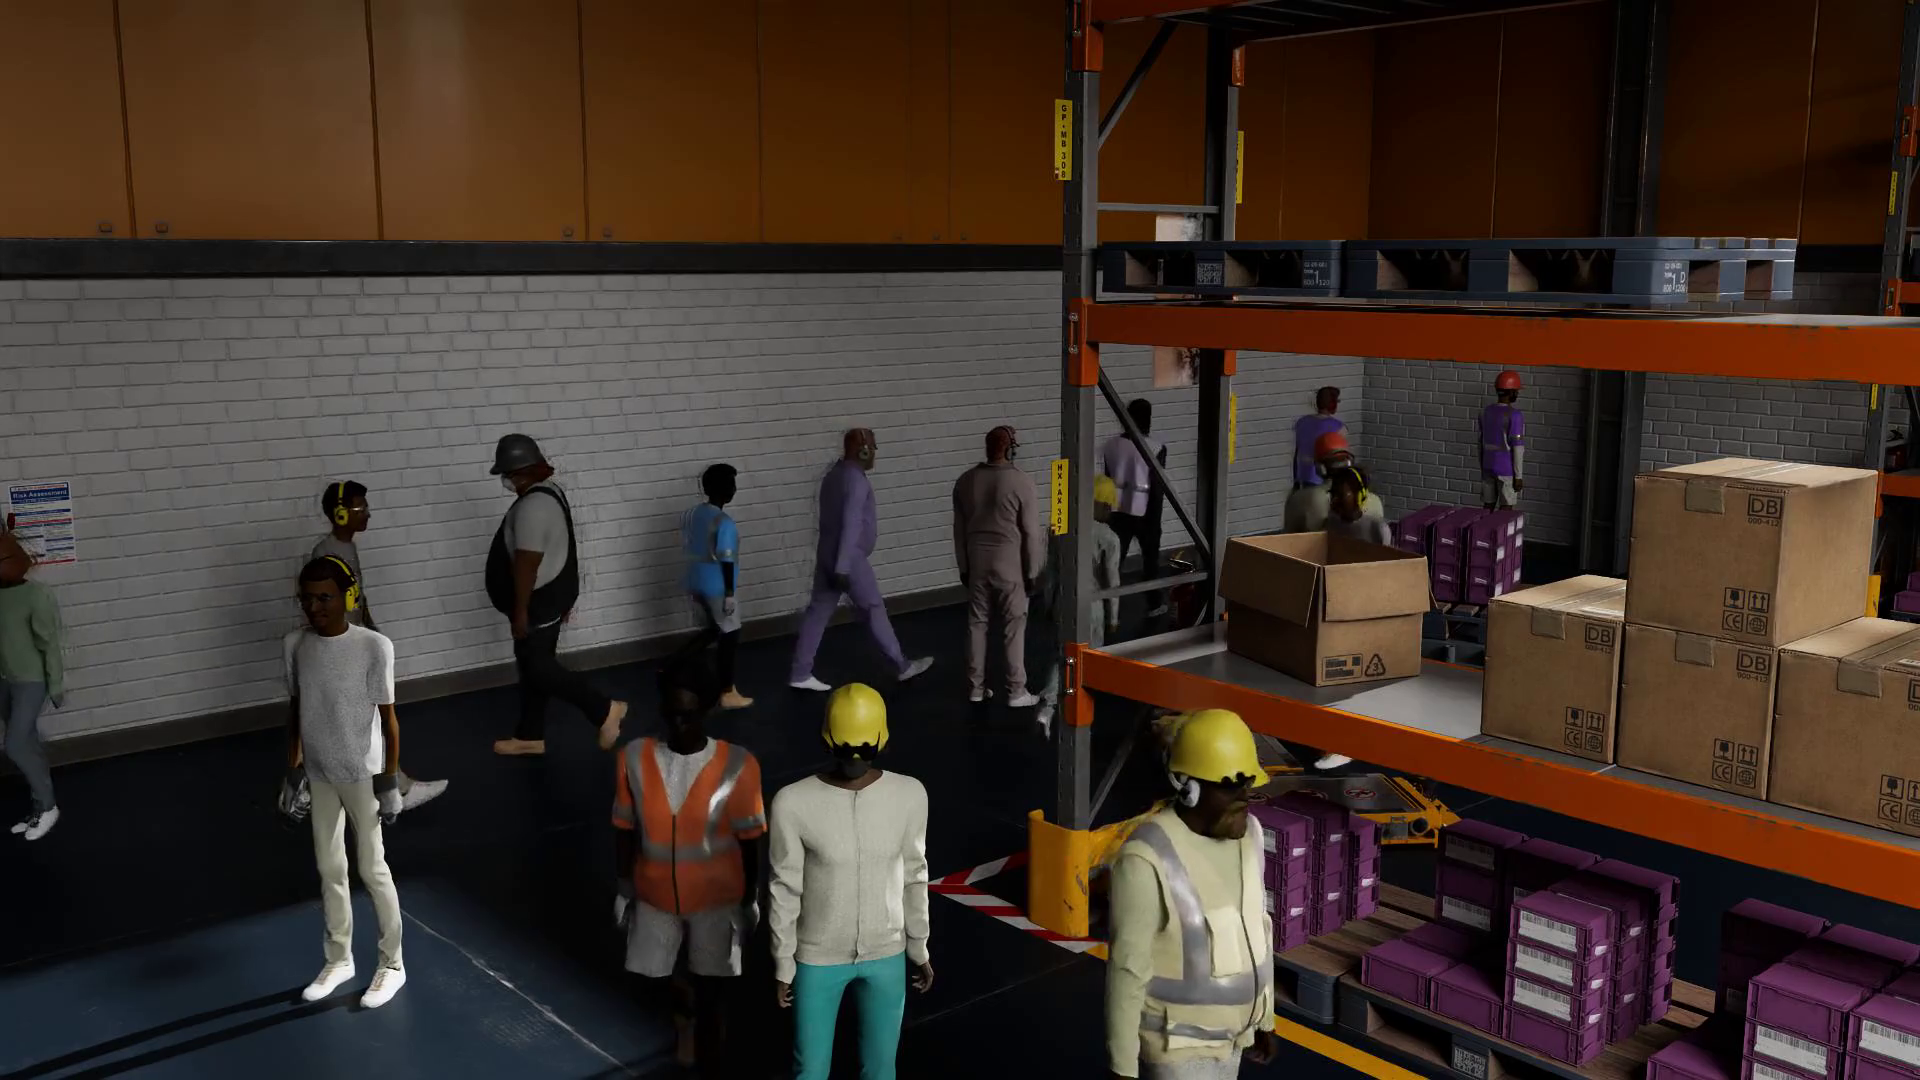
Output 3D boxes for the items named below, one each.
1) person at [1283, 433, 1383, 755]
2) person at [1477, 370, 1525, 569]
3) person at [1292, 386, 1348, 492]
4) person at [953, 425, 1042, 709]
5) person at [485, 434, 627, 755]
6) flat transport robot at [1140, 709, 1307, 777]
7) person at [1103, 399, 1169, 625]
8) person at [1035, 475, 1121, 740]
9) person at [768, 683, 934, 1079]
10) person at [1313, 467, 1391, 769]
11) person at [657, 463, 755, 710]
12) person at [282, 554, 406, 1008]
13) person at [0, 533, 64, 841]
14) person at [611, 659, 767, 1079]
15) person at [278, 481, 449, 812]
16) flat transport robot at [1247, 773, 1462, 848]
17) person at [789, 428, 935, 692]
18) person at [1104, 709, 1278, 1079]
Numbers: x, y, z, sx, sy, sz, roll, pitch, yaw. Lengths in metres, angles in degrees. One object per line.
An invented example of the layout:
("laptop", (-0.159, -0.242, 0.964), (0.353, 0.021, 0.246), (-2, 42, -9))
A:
("person", (2.310, 0.299, 10.410), (0.610, 1.939, 0.963), (1, 10, 8))
("person", (5.275, -0.681, 16.171), (0.358, 1.937, 0.548), (-5, 11, -27))
("person", (3.438, -0.531, 15.618), (0.594, 1.823, 0.594), (-7, 12, -35))
("person", (0.274, 0.180, 11.216), (0.643, 1.908, 0.399), (6, 11, 32))
("person", (-2.454, 0.319, 10.010), (0.773, 2.000, 0.694), (-1, 10, -5))
("flat transport robot", (1.517, 1.256, 9.702), (0.652, 0.197, 1.431), (-1, 10, -5))
("person", (1.421, -0.233, 13.751), (0.606, 1.877, 0.984), (7, 12, 35))
("person", (0.733, 0.446, 10.213), (0.506, 1.711, 0.460), (5, 11, 29))
("person", (-0.330, 1.292, 5.148), (0.524, 1.759, 0.328), (-4, 10, -21))
("person", (2.440, 0.440, 10.041), (0.835, 1.811, 0.548), (-5, 11, -29))
("person", (-1.686, 0.327, 11.013), (0.575, 1.676, 0.555), (-7, 12, -35))
("person", (-2.508, 0.970, 6.742), (0.518, 1.862, 0.318), (3, 10, 16))
("person", (-4.932, 0.764, 8.660), (0.519, 1.620, 0.466), (4, 11, 24))
("person", (-0.928, 1.214, 5.792), (0.545, 1.683, 0.550), (1, 10, 9))
("person", (-3.300, 0.594, 9.016), (0.950, 1.828, 0.557), (-2, 10, -9))
("flat transport robot", (1.884, 1.424, 8.714), (1.431, 0.197, 0.652), (-1, 10, -5))
("person", (-0.736, 0.145, 11.611), (1.078, 1.837, 0.669), (-5, 11, -25))
("person", (0.667, 1.350, 4.617), (0.433, 1.817, 0.622), (9, 13, 41))
